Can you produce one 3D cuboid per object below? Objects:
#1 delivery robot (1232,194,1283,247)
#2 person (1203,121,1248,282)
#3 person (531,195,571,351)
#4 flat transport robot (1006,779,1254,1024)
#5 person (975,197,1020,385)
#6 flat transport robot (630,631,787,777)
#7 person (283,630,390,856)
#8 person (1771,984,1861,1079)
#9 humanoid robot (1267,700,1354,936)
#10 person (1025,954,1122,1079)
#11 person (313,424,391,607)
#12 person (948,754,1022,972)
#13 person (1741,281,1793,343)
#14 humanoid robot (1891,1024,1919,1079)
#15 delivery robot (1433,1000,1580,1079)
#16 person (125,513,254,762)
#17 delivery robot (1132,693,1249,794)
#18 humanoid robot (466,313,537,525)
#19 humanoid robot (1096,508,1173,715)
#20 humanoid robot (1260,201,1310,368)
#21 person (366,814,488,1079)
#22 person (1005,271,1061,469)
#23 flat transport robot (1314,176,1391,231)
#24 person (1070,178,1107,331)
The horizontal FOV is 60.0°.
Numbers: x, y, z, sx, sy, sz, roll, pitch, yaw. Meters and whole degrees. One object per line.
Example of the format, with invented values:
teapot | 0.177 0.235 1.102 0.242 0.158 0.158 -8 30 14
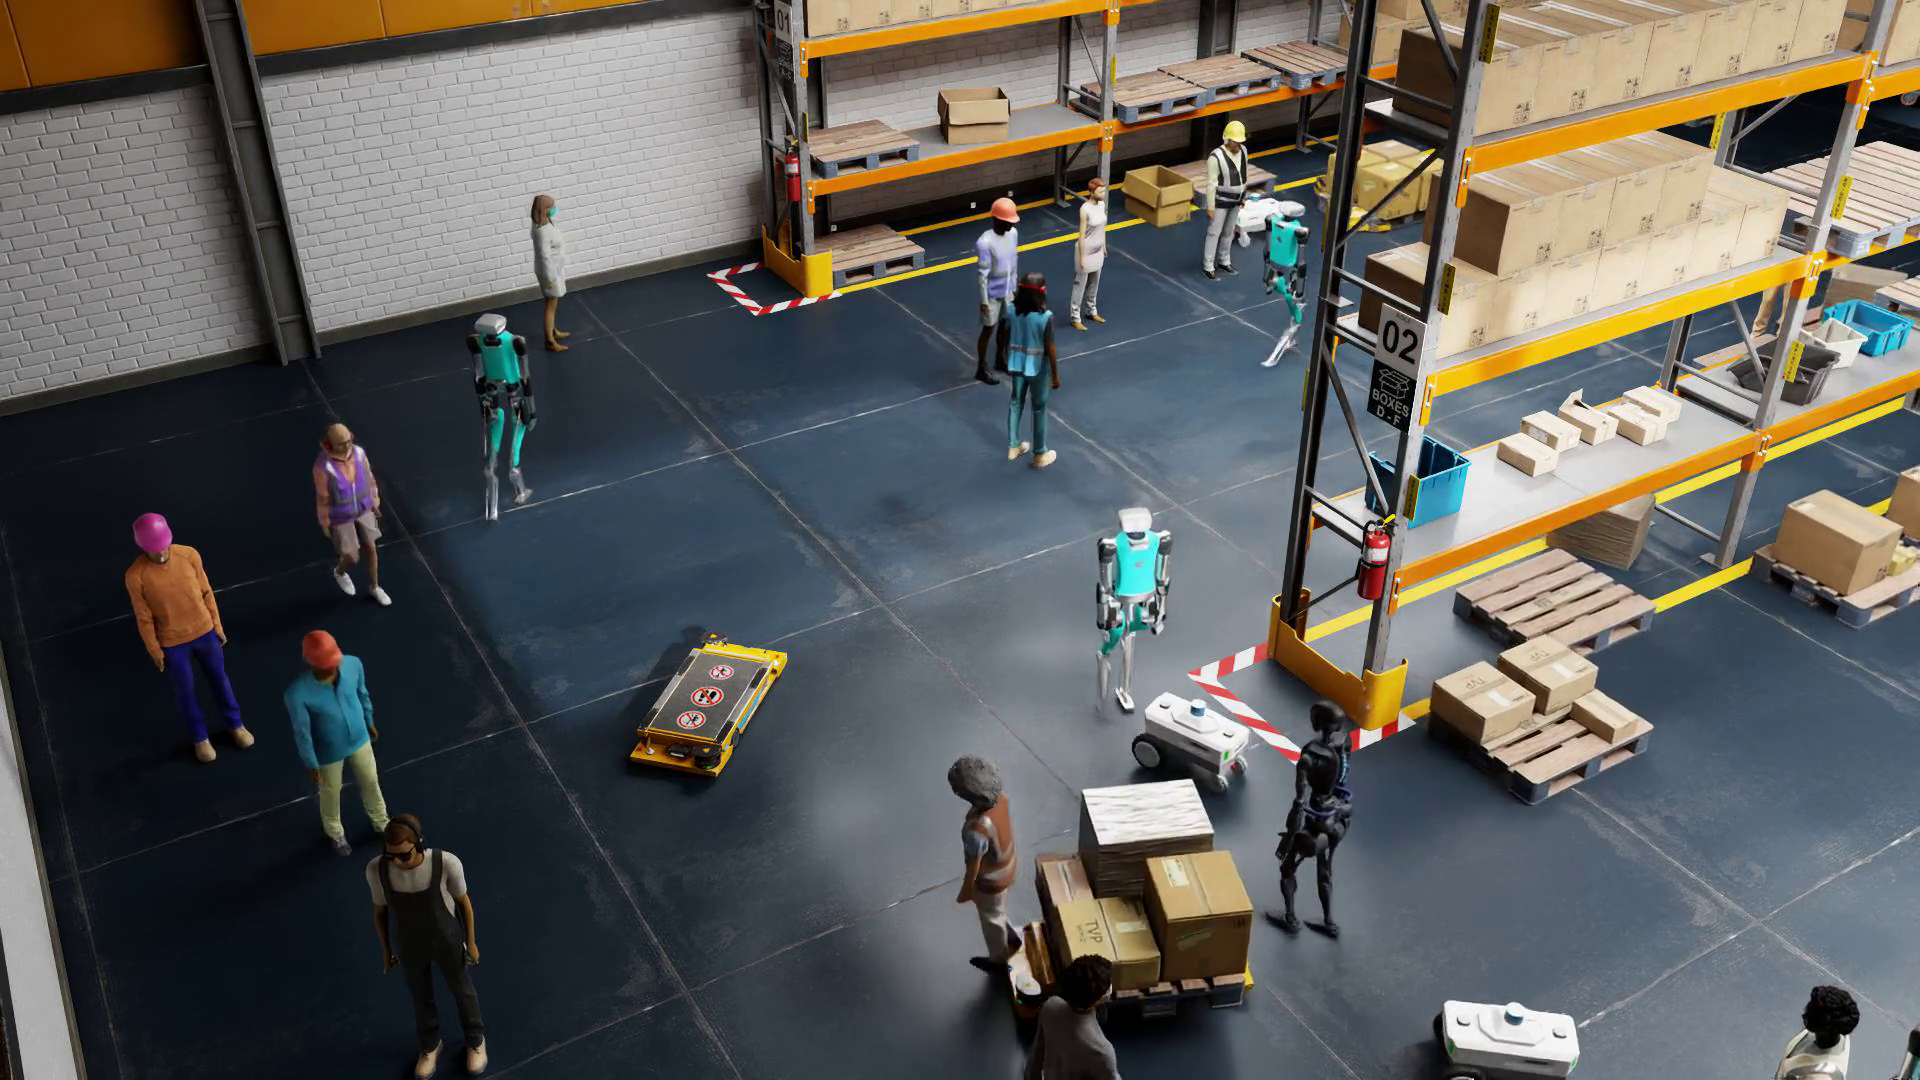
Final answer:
delivery robot | 3.554 -3.860 19.971 0.766 0.594 0.520 -15 35 -22
person | 3.008 -3.824 18.713 0.596 1.827 0.403 -24 39 -33
person | -4.224 -2.774 17.205 0.341 1.655 0.483 -4 32 -7
flat transport robot | 0.997 2.512 10.077 1.431 0.231 0.659 -5 32 -7
person | 0.394 -2.470 16.465 0.387 1.928 0.553 28 41 37
flat transport robot | -1.822 1.184 12.196 0.659 0.231 1.431 8 33 13
person | -3.976 1.289 10.665 0.490 1.748 0.575 21 38 30
person | 4.138 2.841 8.216 0.319 1.692 0.535 17 36 25
humanoid robot | 2.184 1.702 10.057 0.398 1.635 0.592 28 41 37
person | 0.585 2.753 8.209 0.987 1.841 0.519 -17 36 -25
person | -4.811 -0.205 13.082 0.451 1.668 0.530 26 40 35
person | 0.143 1.915 9.701 0.371 1.666 0.458 8 33 13
person | 8.487 -2.745 17.072 0.334 1.742 0.560 -25 40 -34
humanoid robot | 4.431 3.041 7.850 0.766 1.776 0.532 -21 38 -30
delivery robot | 3.021 2.837 9.308 0.785 0.614 0.499 5 32 8
person | -5.333 0.653 11.444 0.516 1.974 0.405 -26 41 -35
delivery robot | 1.628 1.376 11.628 0.801 0.602 0.499 23 39 32
humanoid robot | -3.989 -0.953 14.292 0.558 1.848 0.859 5 32 8
humanoid robot | 1.173 0.493 11.973 0.548 1.851 0.680 -6 33 -10
humanoid robot | 3.382 -2.624 16.894 0.922 1.765 0.539 -23 39 -32
person | -2.899 2.209 9.078 0.512 1.843 0.328 -3 32 -5
person | 0.640 -1.535 15.028 0.565 1.860 0.400 20 37 29
flat transport robot | 4.894 -4.204 20.789 0.659 0.231 1.431 -1 32 -1
person | 1.385 -3.038 17.625 0.283 1.652 0.443 25 40 34
